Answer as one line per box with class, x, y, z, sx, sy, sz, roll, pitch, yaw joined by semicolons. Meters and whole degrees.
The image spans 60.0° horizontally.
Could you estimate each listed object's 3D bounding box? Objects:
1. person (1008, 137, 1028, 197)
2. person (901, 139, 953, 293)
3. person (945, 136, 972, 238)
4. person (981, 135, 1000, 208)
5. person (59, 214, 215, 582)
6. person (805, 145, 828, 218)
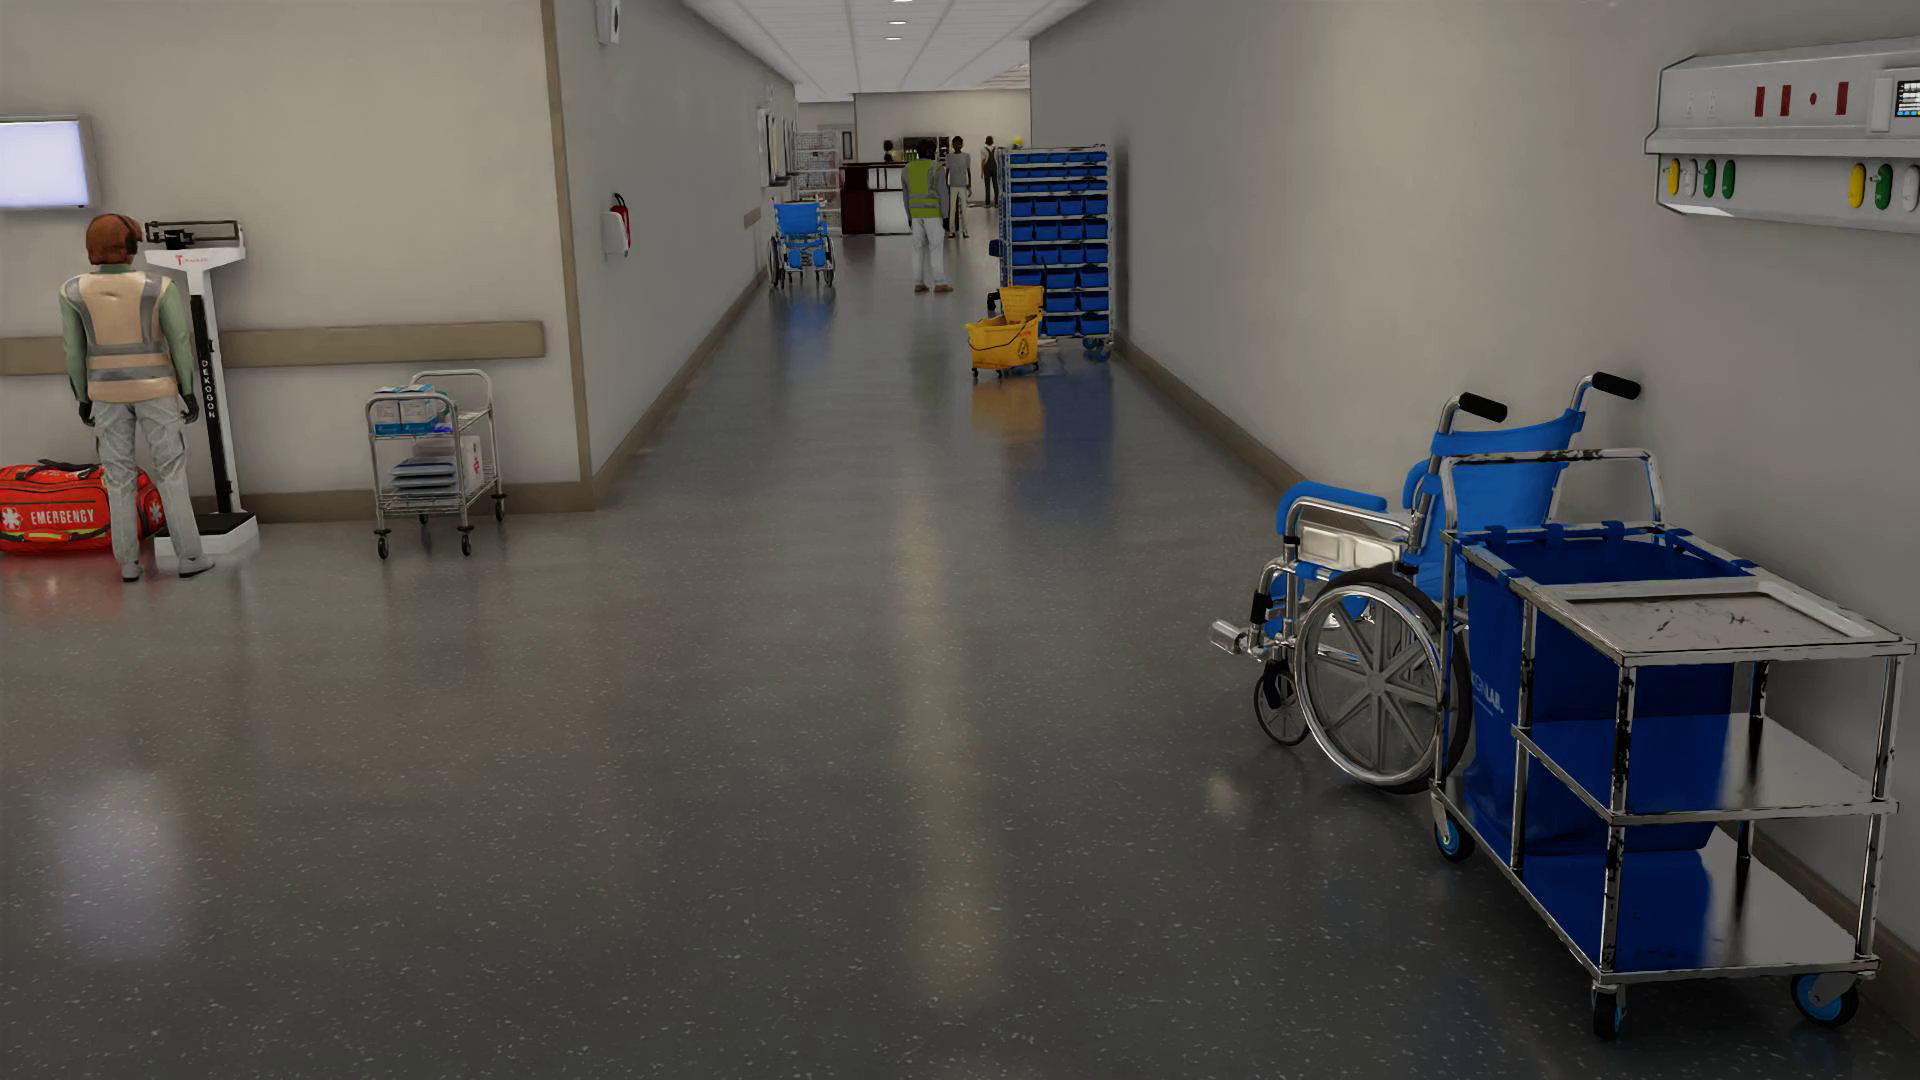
person;1.350;-8.824;40.230;0.936;1.792;0.605;-10;16;-32
person;-0.384;-3.921;20.174;0.619;1.838;0.430;7;16;31
person;-0.034;-6.508;30.718;0.508;1.861;0.329;-1;14;2
person;0.785;-9.488;42.887;0.507;1.845;0.339;-5;14;-13
person;-3.679;-0.625;7.428;0.522;1.636;0.310;-4;14;-10
person;-3.475;-8.698;40.366;0.563;1.742;0.361;-2;14;-3
